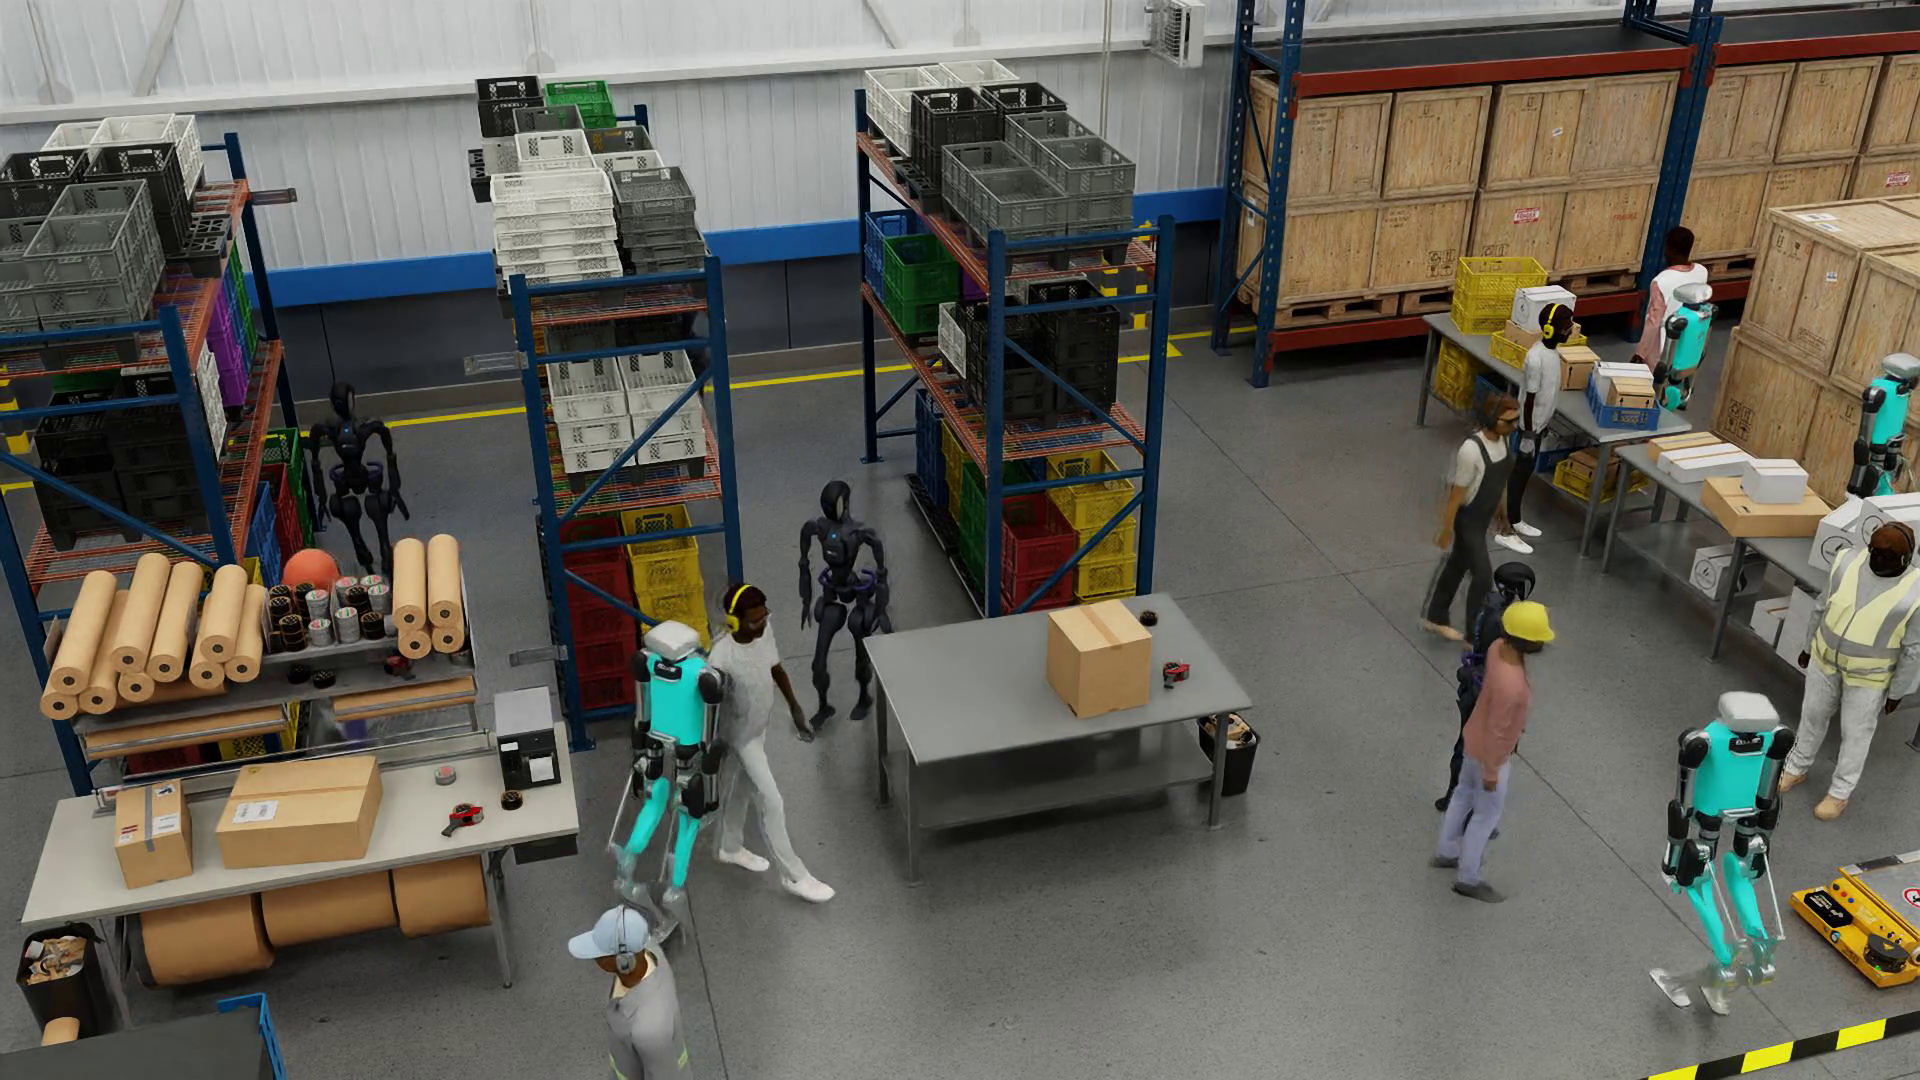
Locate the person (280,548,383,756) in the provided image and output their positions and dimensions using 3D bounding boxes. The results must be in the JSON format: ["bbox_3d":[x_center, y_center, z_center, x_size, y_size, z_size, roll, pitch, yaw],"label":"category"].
[{"bbox_3d":[-3.184,0.880,8.789,0.929,1.997,0.633,-13,31,-22],"label":"person"}]

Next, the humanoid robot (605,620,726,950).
[{"bbox_3d":[-1.511,1.355,8.253,0.537,1.844,0.805,15,32,25],"label":"humanoid robot"}]

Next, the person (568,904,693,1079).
[{"bbox_3d":[-1.253,2.176,6.559,0.397,1.850,0.597,-9,30,-15],"label":"person"}]

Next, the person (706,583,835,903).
[{"bbox_3d":[-0.964,1.041,8.634,0.860,1.839,0.508,11,31,20],"label":"person"}]

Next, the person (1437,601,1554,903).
[{"bbox_3d":[2.785,1.075,8.654,0.325,1.764,0.526,4,29,7],"label":"person"}]

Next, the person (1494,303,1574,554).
[{"bbox_3d":[4.157,-0.818,11.987,0.329,1.872,0.505,15,32,26],"label":"person"}]

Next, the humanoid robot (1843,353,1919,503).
[{"bbox_3d":[6.348,-0.350,11.269,0.531,1.802,0.672,-20,34,-32],"label":"humanoid robot"}]

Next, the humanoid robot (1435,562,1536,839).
[{"bbox_3d":[2.907,0.851,9.135,0.315,1.657,0.599,-2,29,-4],"label":"humanoid robot"}]

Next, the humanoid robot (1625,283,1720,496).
[{"bbox_3d":[5.269,-1.135,12.732,0.534,1.842,0.679,-19,34,-31],"label":"humanoid robot"}]

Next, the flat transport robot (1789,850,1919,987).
[{"bbox_3d":[5.163,1.916,8.676,1.431,0.231,0.659,-8,30,-14],"label":"flat transport robot"}]

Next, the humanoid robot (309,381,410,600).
[{"bbox_3d":[-4.057,-0.294,11.239,0.600,1.641,0.560,-6,29,-11],"label":"humanoid robot"}]

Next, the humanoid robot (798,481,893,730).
[{"bbox_3d":[-0.687,0.400,9.977,0.610,1.648,0.496,9,30,15],"label":"humanoid robot"}]

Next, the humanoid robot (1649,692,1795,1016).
[{"bbox_3d":[3.585,1.590,7.685,0.550,1.716,0.745,-4,29,-7],"label":"humanoid robot"}]

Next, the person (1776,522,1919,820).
[{"bbox_3d":[4.971,0.711,9.250,0.429,1.834,0.631,-17,33,-28],"label":"person"}]

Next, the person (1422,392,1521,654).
[{"bbox_3d":[3.403,-0.073,10.668,0.765,1.823,0.520,23,36,35],"label":"person"}]

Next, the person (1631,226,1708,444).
[{"bbox_3d":[5.629,-1.570,13.311,0.589,1.915,0.393,-18,34,-30],"label":"person"}]

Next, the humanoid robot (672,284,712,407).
[{"bbox_3d":[-2.223,-1.492,13.425,0.596,1.635,0.471,5,29,9],"label":"humanoid robot"}]
